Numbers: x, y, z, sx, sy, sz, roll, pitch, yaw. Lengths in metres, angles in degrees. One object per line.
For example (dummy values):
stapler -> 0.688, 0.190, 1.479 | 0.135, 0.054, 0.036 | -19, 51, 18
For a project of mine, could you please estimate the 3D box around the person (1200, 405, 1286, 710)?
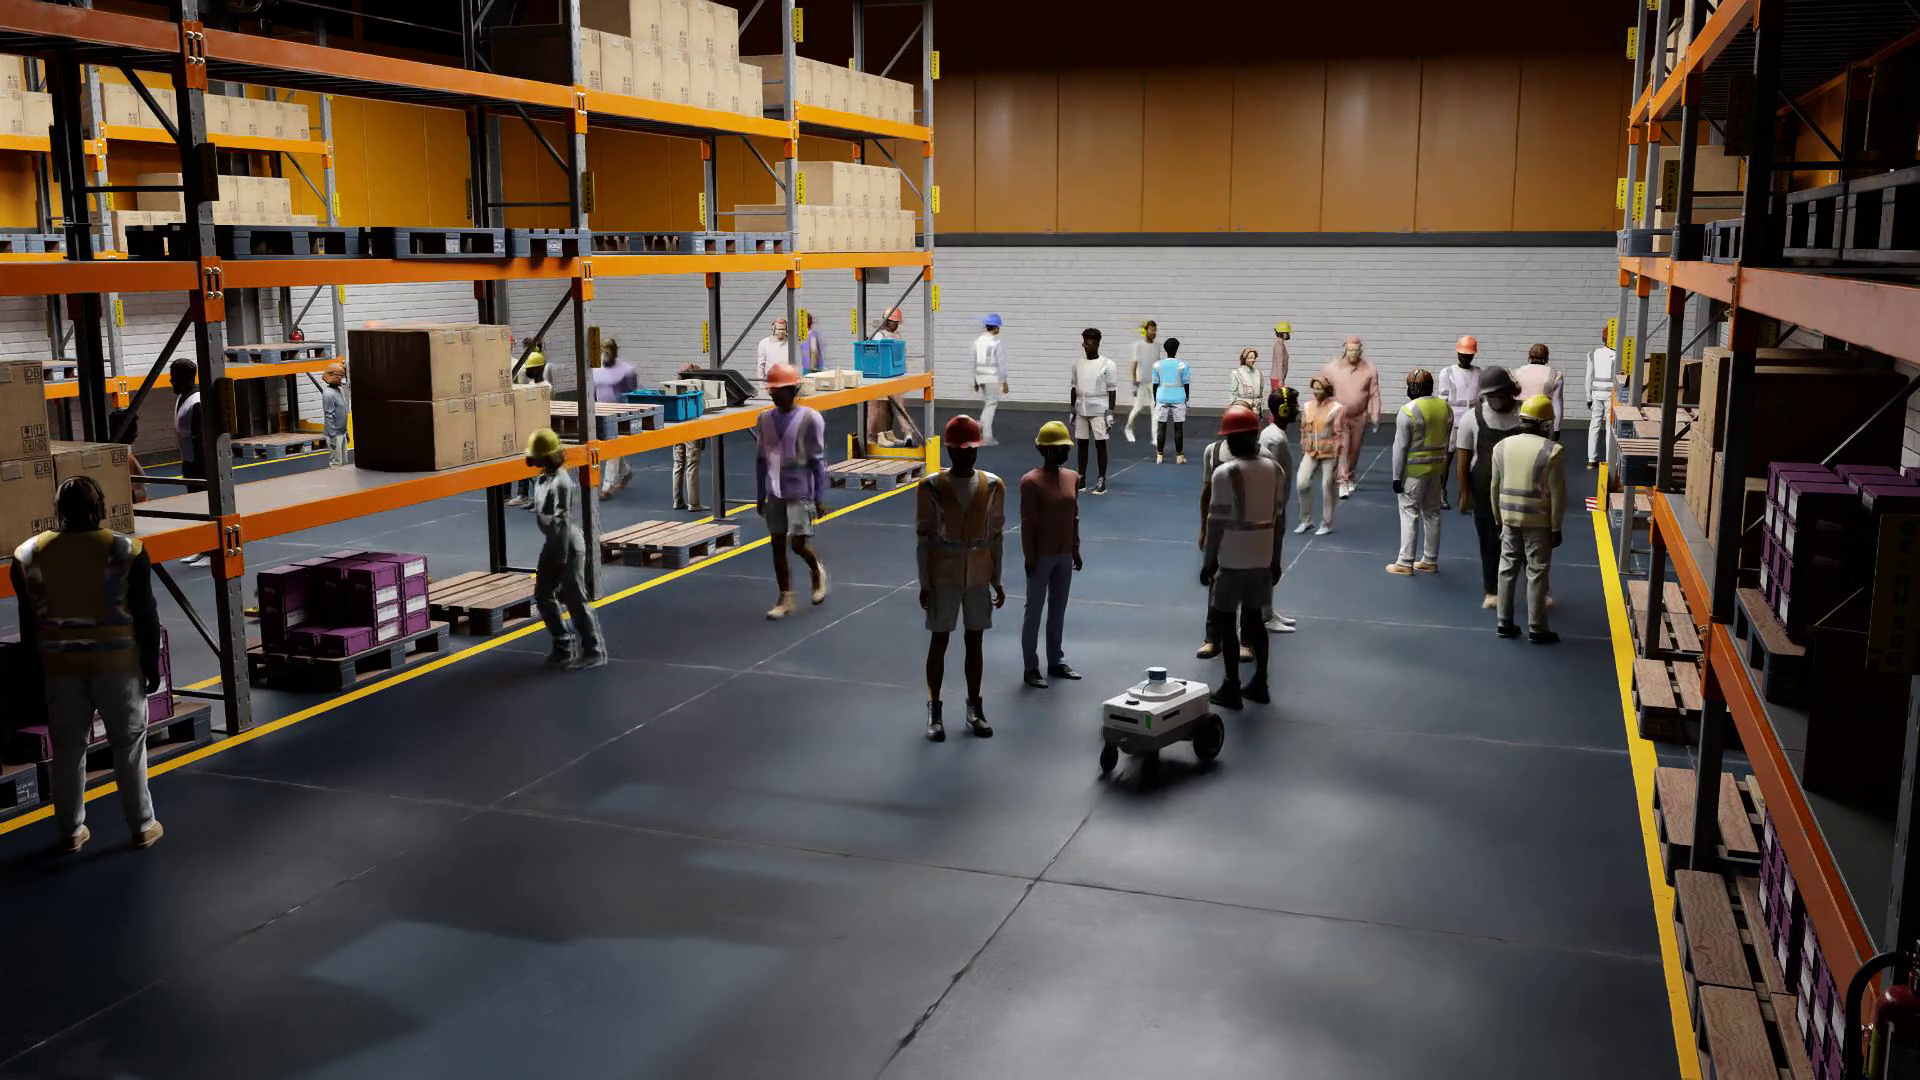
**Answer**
person -> 1.792, 0.110, 10.547 | 0.569, 1.916, 0.429 | -6, 12, -30

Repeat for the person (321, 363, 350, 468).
person -> -6.927, -1.160, 18.528 | 0.297, 1.622, 0.505 | -1, 10, -4

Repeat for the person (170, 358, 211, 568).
person -> -6.949, -0.703, 15.167 | 0.392, 1.911, 0.582 | -7, 12, -35

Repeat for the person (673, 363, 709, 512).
person -> -2.984, -1.125, 18.306 | 0.510, 1.634, 0.311 | 8, 13, 37

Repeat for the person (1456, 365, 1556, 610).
person -> 4.347, -0.433, 13.259 | 0.779, 2.000, 0.542 | 2, 10, 12

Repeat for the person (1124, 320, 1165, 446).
person -> 2.717, -2.326, 24.512 | 0.538, 1.842, 0.911 | -5, 11, -25

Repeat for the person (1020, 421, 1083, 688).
person -> 0.613, 0.088, 11.088 | 0.525, 1.772, 0.305 | -9, 14, -42

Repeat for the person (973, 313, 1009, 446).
person -> 0.455, -2.331, 24.251 | 0.441, 1.931, 0.606 | -6, 12, -32

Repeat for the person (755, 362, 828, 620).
person -> -1.317, -0.392, 13.076 | 0.624, 2.023, 0.584 | 5, 11, 26

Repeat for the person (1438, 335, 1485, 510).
person -> 5.559, -1.294, 18.407 | 0.548, 1.934, 0.376 | -1, 10, -7

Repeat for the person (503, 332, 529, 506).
person -> -5.093, -1.381, 18.727 | 0.613, 1.995, 0.391 | 7, 12, 33

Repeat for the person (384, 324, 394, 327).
person -> -7.449, -1.938, 22.185 | 0.553, 1.894, 0.961 | 7, 12, 33

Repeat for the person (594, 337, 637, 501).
person -> -4.020, -1.438, 19.377 | 0.635, 1.885, 1.056 | 3, 11, 17

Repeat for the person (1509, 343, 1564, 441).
person -> 6.425, -1.278, 18.611 | 0.630, 1.835, 0.430 | 7, 12, 33

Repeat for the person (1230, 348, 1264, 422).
person -> 3.608, -1.597, 20.946 | 0.521, 1.640, 0.307 | -5, 11, -28

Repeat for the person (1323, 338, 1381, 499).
person -> 4.567, -1.433, 19.434 | 0.661, 1.861, 1.009 | 1, 10, 4

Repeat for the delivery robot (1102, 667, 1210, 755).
delivery robot -> 1.104, 0.957, 9.347 | 0.477, 0.478, 0.707 | 8, 13, 37

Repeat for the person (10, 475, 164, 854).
person -> -4.181, 0.602, 8.035 | 0.621, 1.835, 0.430 | -2, 10, -11

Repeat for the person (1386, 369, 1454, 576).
person -> 4.068, -0.594, 14.763 | 0.624, 1.837, 0.429 | -6, 12, -29

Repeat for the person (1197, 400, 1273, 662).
person -> 1.932, -0.065, 11.734 | 0.508, 1.847, 0.345 | 5, 11, 24

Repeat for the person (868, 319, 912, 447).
person -> -1.058, -2.282, 24.193 | 0.674, 1.865, 0.998 | -9, 14, -42

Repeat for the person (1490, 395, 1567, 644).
person -> 4.202, -0.155, 12.277 | 0.404, 1.834, 0.591 | -8, 13, -37

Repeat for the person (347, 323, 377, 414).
person -> -7.434, -1.767, 21.057 | 0.641, 1.932, 1.022 | -2, 10, -10

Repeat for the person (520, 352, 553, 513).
person -> -4.638, -1.178, 18.253 | 0.371, 1.762, 0.548 | -8, 13, -38

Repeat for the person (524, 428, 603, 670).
person -> -2.704, 0.071, 11.350 | 0.552, 1.701, 0.500 | -7, 12, -35

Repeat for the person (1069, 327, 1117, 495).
person -> 1.549, -1.515, 19.560 | 0.601, 1.967, 0.369 | 7, 12, 34

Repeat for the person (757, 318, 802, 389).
person -> -2.542, -2.193, 23.564 | 0.639, 1.904, 0.407 | -2, 10, -13

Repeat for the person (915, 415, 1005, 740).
person -> 0.012, 0.221, 9.861 | 0.545, 1.939, 0.374 | -2, 10, -13

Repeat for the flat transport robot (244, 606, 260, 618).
flat transport robot -> -5.036, 0.415, 13.464 | 0.652, 0.197, 1.431 | 3, 11, 19

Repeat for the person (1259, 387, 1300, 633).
person -> 2.407, -0.229, 12.612 | 0.338, 1.866, 0.526 | 1, 10, 5

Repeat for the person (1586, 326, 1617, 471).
person -> 8.413, -1.840, 21.627 | 0.355, 1.883, 0.573 | -8, 13, -38

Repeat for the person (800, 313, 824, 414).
person -> -2.505, -2.758, 26.945 | 0.603, 1.821, 0.613 | -4, 11, -21

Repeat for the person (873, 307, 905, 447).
person -> -0.999, -2.373, 24.209 | 0.402, 2.033, 0.605 | 6, 12, 29

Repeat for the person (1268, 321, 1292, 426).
person -> 4.872, -2.435, 25.302 | 0.330, 1.768, 0.526 | 1, 10, 7

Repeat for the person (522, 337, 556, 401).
person -> -4.975, -1.487, 19.747 | 0.418, 1.849, 0.567 | -8, 13, -37

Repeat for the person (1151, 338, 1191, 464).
person -> 2.819, -1.852, 22.219 | 0.533, 1.697, 0.318 | 3, 11, 16

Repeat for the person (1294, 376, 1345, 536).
person -> 3.602, -0.833, 16.701 | 0.517, 1.623, 0.494 | 9, 13, 41

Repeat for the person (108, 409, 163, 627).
person -> -6.342, -0.152, 12.653 | 0.321, 1.692, 0.530 | -8, 13, -39
